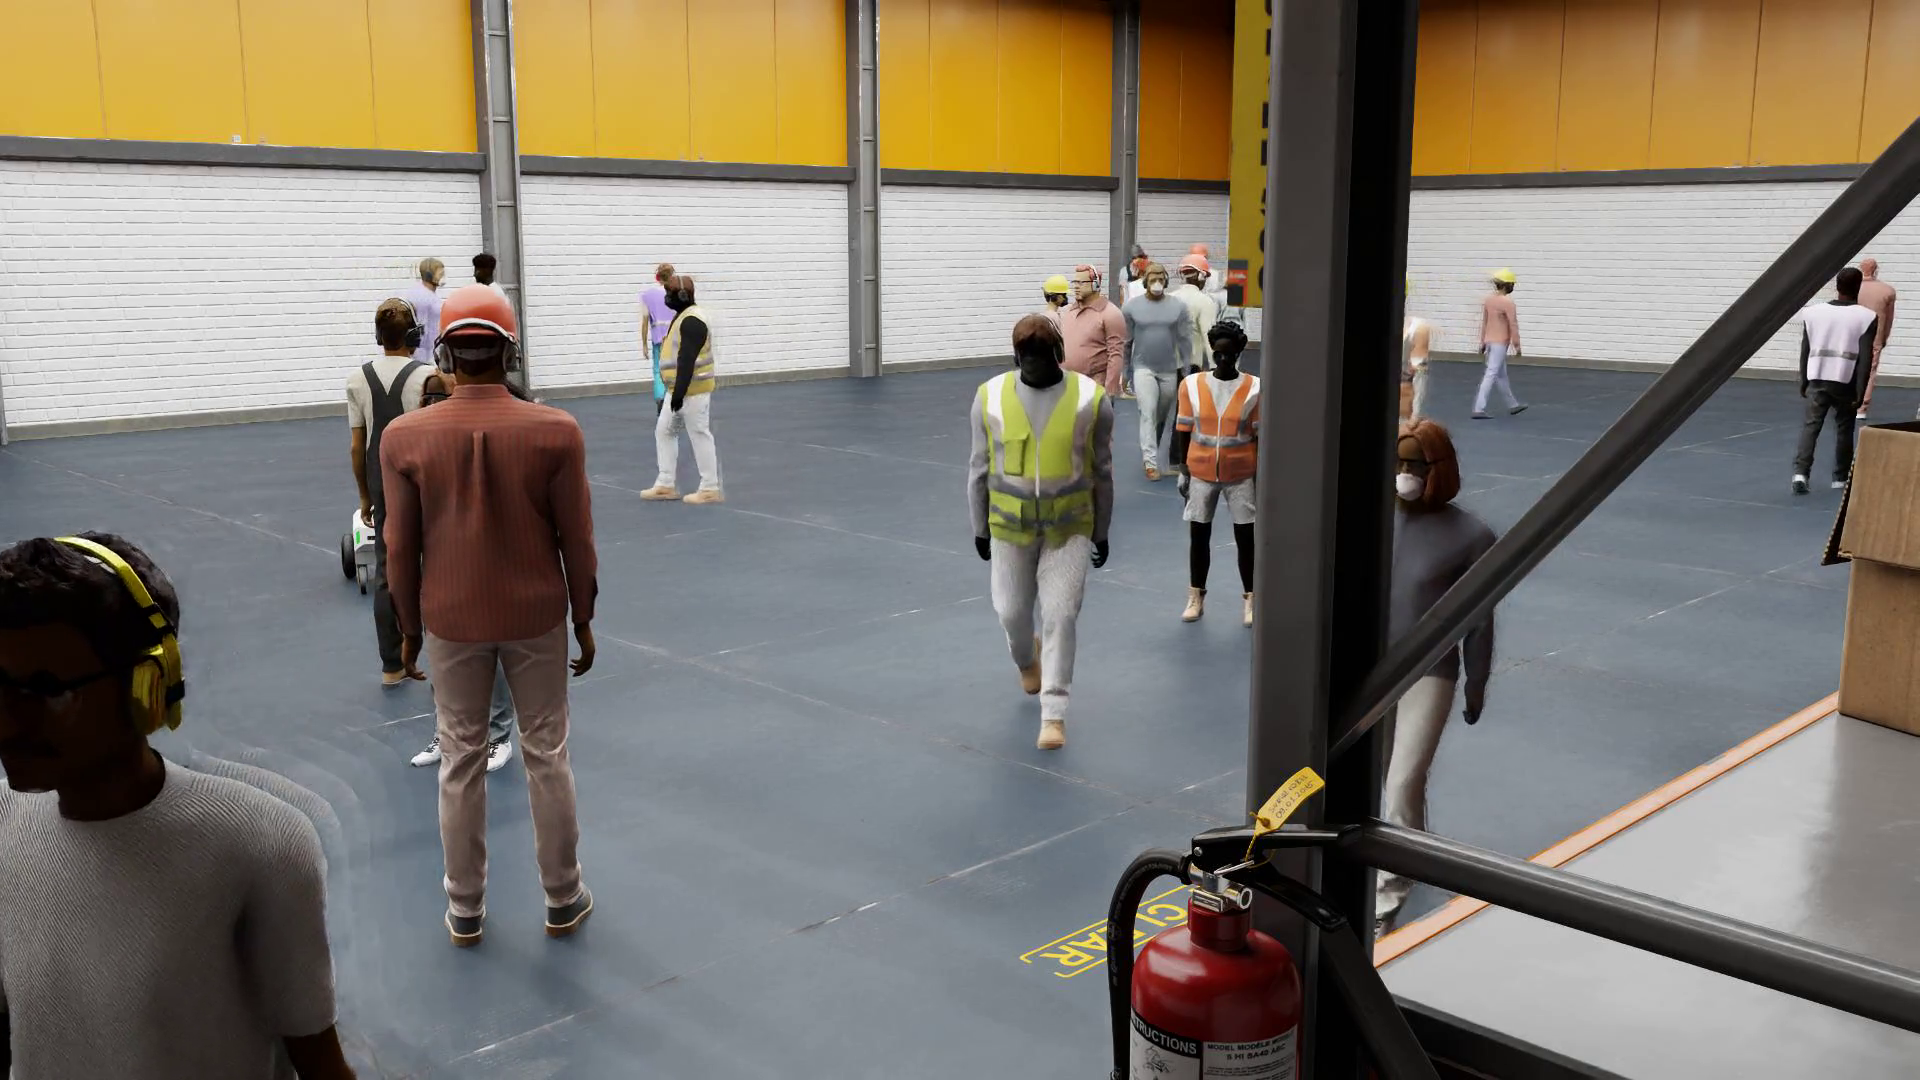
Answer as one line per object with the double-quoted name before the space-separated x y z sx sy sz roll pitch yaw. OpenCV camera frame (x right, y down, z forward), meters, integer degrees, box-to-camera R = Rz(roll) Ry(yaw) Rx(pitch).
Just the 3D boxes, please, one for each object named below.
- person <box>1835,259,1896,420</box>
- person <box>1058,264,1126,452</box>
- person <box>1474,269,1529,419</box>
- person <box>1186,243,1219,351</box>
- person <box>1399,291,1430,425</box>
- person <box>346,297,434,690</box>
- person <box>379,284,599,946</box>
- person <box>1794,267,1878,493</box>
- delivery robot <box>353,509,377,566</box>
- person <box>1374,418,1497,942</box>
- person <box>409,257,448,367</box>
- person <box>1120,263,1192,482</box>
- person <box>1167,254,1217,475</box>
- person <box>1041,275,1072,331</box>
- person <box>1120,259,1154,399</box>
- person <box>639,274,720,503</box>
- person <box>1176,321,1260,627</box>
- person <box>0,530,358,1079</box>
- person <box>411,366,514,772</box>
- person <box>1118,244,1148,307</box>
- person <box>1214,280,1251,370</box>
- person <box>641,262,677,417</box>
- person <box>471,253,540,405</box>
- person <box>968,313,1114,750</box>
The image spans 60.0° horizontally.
"person" 10.585 -2.354 19.536 0.629 1.844 0.986 5 12 26
"person" 0.977 -1.191 13.006 0.409 1.909 0.641 -9 14 -42
"person" 6.378 -2.276 19.378 0.850 1.725 0.549 -3 11 -14
"person" 3.463 -3.176 23.528 0.671 2.016 0.639 -6 12 -32
"person" 3.104 -0.981 11.893 0.591 1.901 0.875 10 14 42
"person" -2.585 -0.206 7.800 0.504 1.847 0.344 1 10 7
"person" -1.393 0.236 5.001 0.608 1.989 0.387 -2 11 -11
"person" 7.257 -1.328 13.837 0.594 1.880 0.963 9 14 42
"delivery robot" -3.537 -0.046 10.194 0.477 0.478 0.707 -4 11 -19
"person" 1.394 0.402 5.175 0.512 1.595 0.850 7 13 35
"person" -4.928 -1.688 15.633 0.432 1.928 0.639 -1 10 -5
"person" 1.722 -1.508 14.767 0.642 1.905 0.969 -1 10 -5
"person" 2.040 -1.563 14.888 0.552 1.951 0.724 -6 12 -29
"person" 0.860 -1.537 15.278 0.331 1.767 0.527 -1 10 -4
"person" 2.433 -2.779 21.900 0.641 1.810 1.052 7 12 33
"person" -2.267 -1.181 13.189 0.747 1.816 0.641 -4 11 -21
"person" 1.437 -0.356 9.080 0.528 1.682 0.365 3 11 18
"person" -0.983 0.871 2.051 0.512 1.815 1.013 3 11 18
"person" -1.999 0.112 6.644 0.500 1.633 0.281 3 11 16
"person" 2.984 -3.935 27.604 0.717 2.000 0.669 2 11 11
"person" 3.470 -2.612 21.293 0.541 1.705 0.738 0 10 3
"person" -3.334 -2.249 18.987 0.569 1.829 0.599 -2 11 -10
"person" -5.029 -2.149 18.123 0.711 1.947 0.613 -2 11 -11
"person" 0.351 -0.071 7.162 0.627 1.818 0.762 1 10 7
